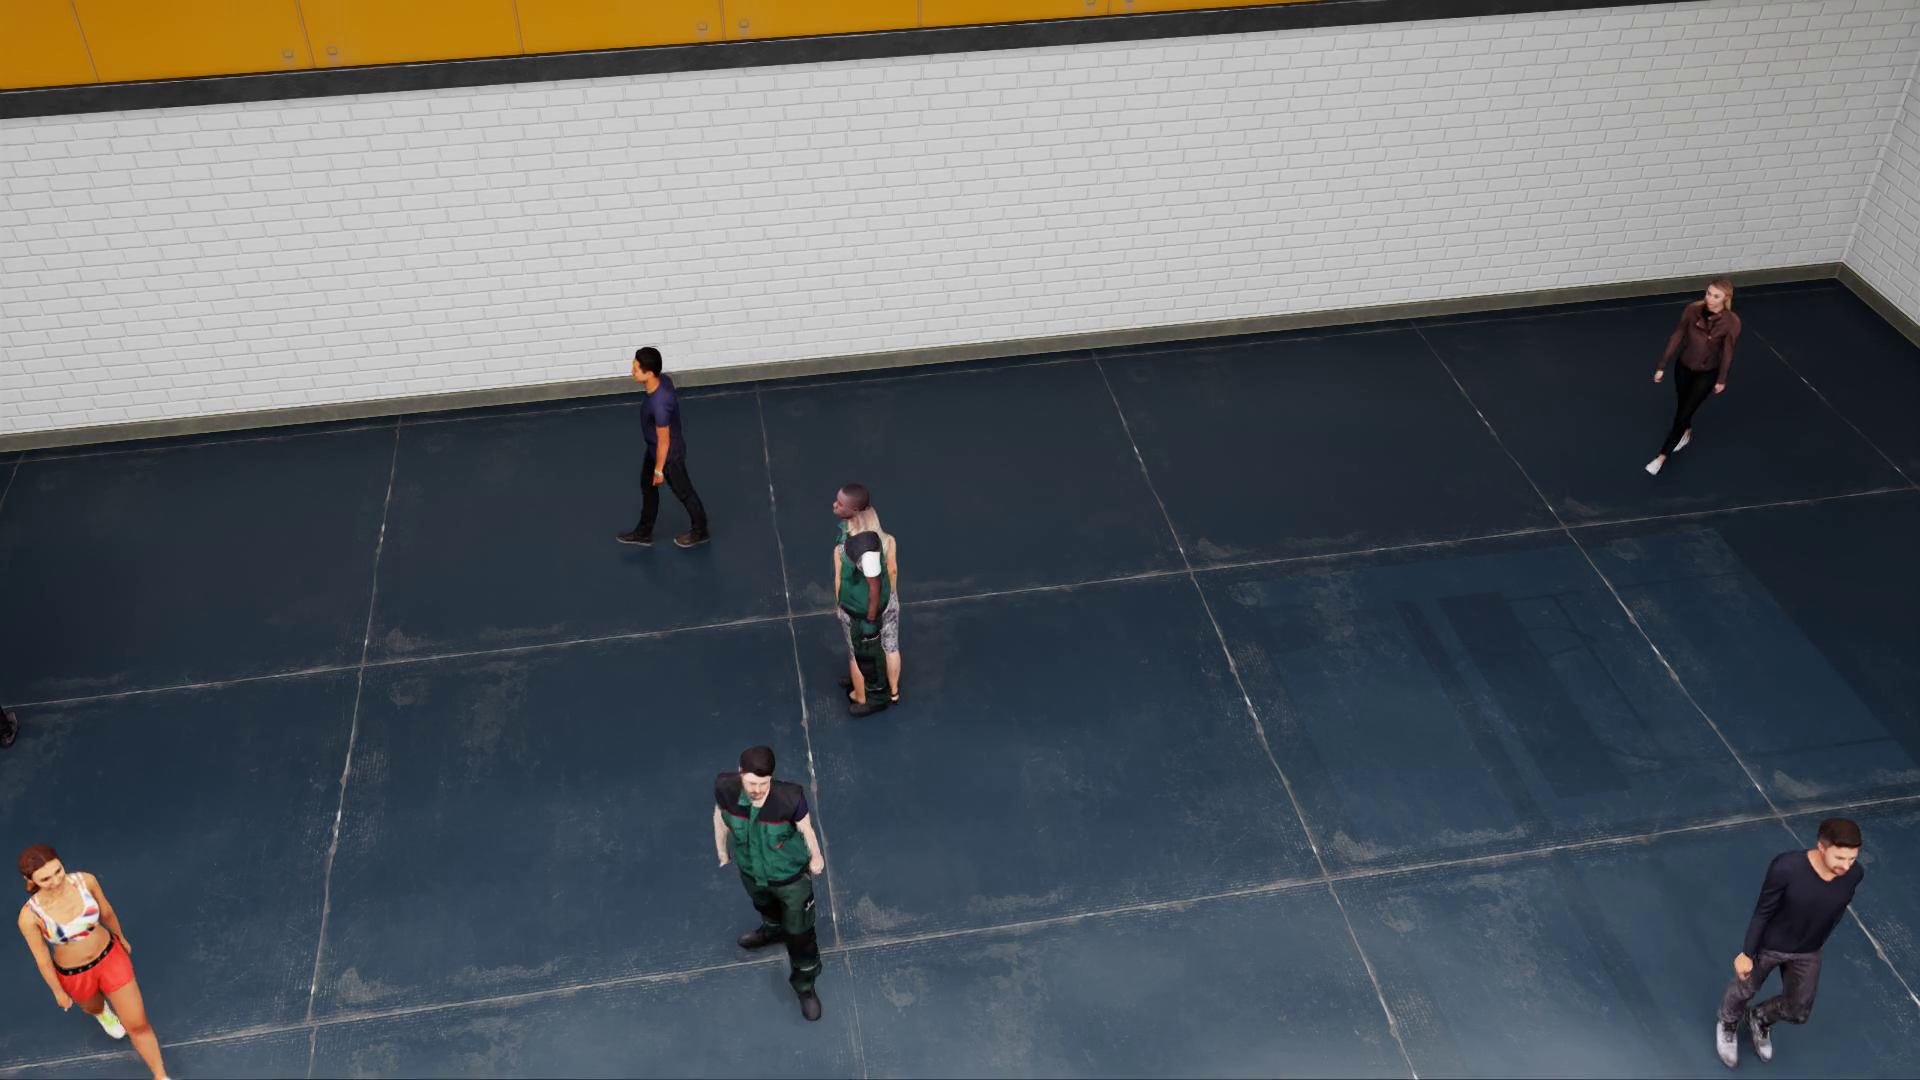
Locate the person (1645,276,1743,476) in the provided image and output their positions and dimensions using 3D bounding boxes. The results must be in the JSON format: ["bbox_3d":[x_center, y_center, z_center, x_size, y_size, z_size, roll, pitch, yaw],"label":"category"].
[{"bbox_3d":[5.823,-1.340,13.085,1.064,1.659,1.109,-30,48,-32],"label":"person"}]

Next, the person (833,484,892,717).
[{"bbox_3d":[-0.628,0.380,10.789,0.762,1.837,0.546,-10,40,-12],"label":"person"}]

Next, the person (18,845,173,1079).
[{"bbox_3d":[-4.542,2.175,8.608,1.195,1.754,1.039,30,47,32],"label":"person"}]

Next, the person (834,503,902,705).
[{"bbox_3d":[-0.596,0.451,10.809,0.582,1.700,0.543,-10,40,-12],"label":"person"}]

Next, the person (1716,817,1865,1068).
[{"bbox_3d":[4.271,2.036,8.702,0.724,1.854,0.727,4,39,5],"label":"person"}]

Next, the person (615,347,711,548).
[{"bbox_3d":[-2.059,-0.657,12.144,0.831,1.767,0.909,-12,40,-15],"label":"person"}]

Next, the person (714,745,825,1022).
[{"bbox_3d":[-1.027,1.719,9.078,0.998,1.880,1.045,13,41,16],"label":"person"}]
